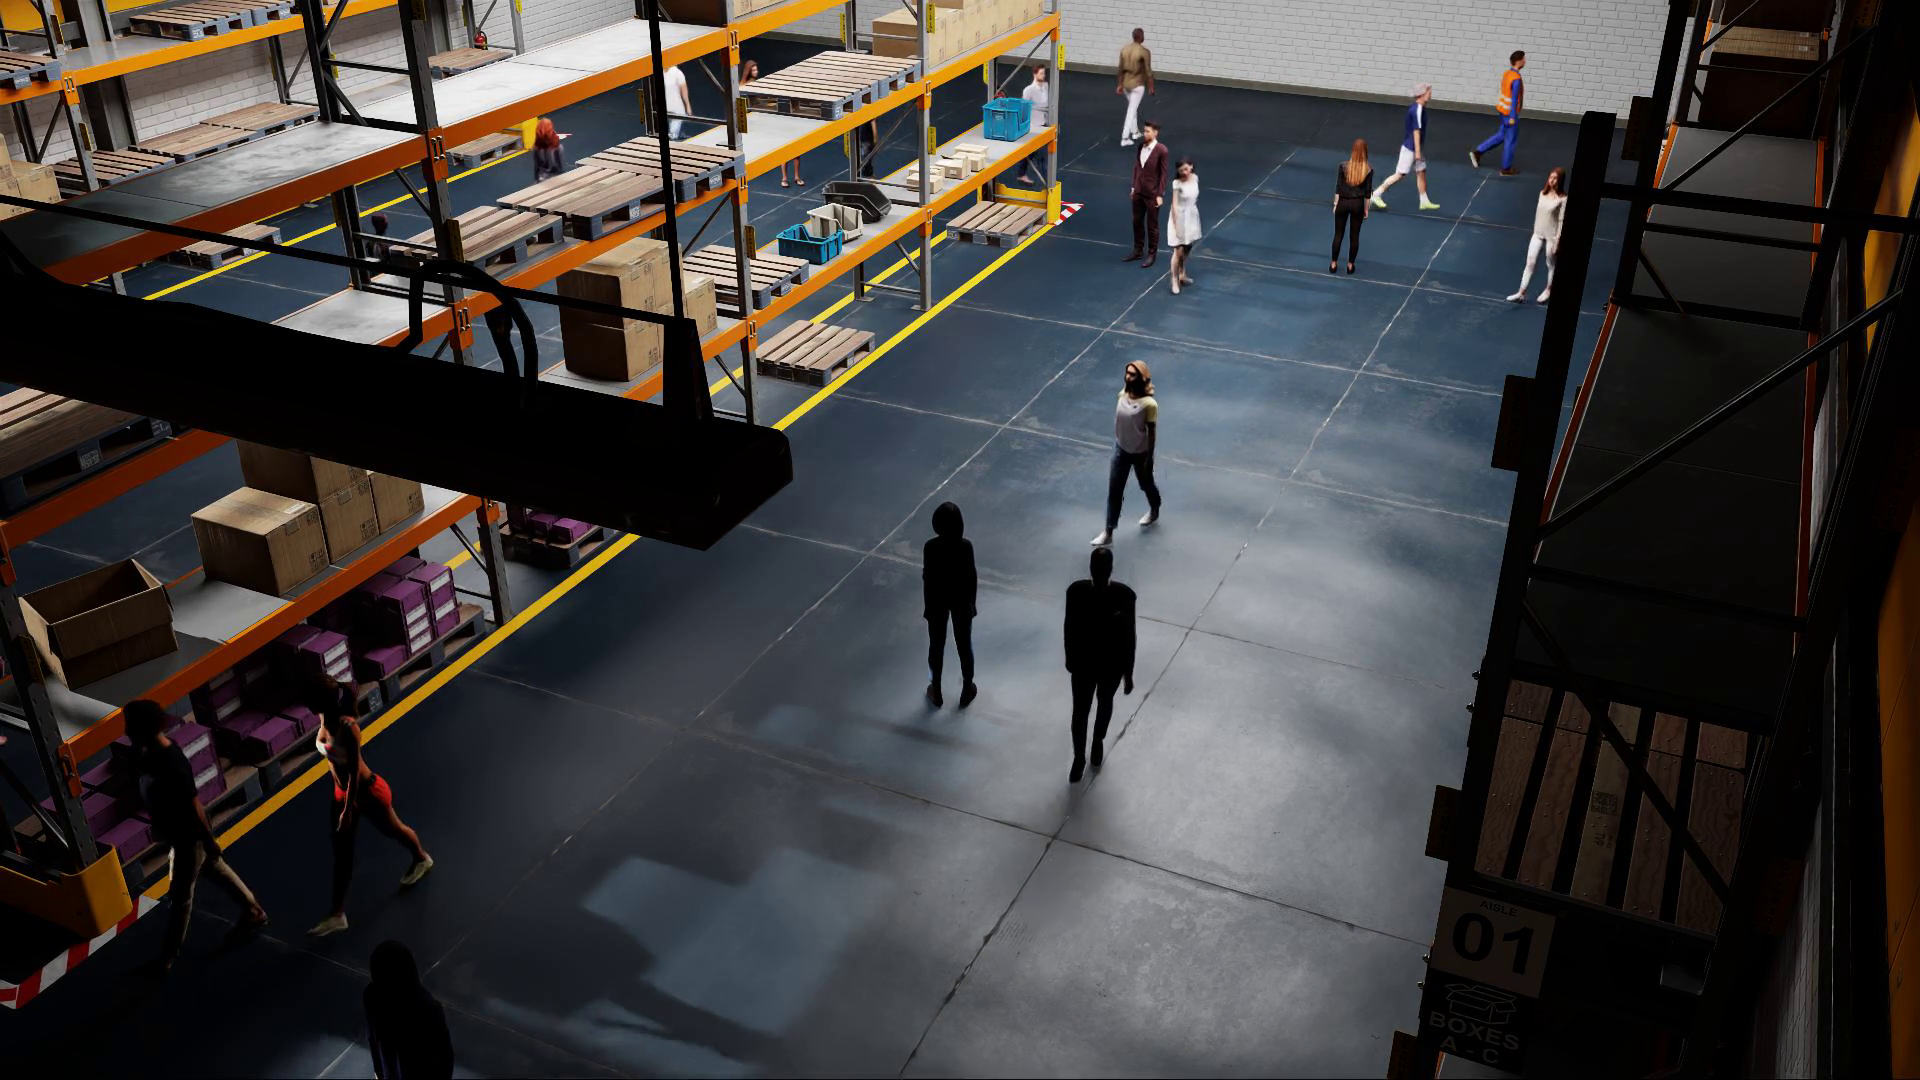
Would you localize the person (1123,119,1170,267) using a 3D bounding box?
[{"bbox_3d":[2.412,-4.474,21.326,0.735,1.866,0.770,-24,37,-37],"label":"person"}]

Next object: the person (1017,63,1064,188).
[{"bbox_3d":[1.061,-6.020,24.229,0.970,1.801,1.193,23,36,35],"label":"person"}]

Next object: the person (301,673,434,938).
[{"bbox_3d":[-3.661,1.569,10.386,0.721,1.733,1.220,19,34,30],"label":"person"}]

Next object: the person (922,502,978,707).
[{"bbox_3d":[-0.077,0.480,12.416,0.655,1.701,0.672,-1,29,-2],"label":"person"}]

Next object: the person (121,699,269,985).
[{"bbox_3d":[-4.569,1.728,10.016,0.937,1.808,1.218,25,37,38],"label":"person"}]

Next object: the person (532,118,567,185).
[{"bbox_3d":[-5.318,-4.561,21.603,0.848,1.752,1.136,2,29,3],"label":"person"}]

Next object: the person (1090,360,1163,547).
[{"bbox_3d":[1.616,-0.786,14.766,1.218,1.673,0.915,-24,37,-37],"label":"person"}]

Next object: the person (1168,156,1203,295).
[{"bbox_3d":[2.739,-3.865,20.334,0.908,1.746,0.764,20,35,33],"label":"person"}]

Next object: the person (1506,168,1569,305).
[{"bbox_3d":[7.128,-3.665,20.031,1.080,1.685,0.893,-20,35,-33],"label":"person"}]

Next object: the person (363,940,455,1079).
[{"bbox_3d":[-2.724,2.682,8.346,0.628,1.734,0.542,10,30,17],"label":"person"}]

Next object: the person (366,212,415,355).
[{"bbox_3d":[-6.223,-2.680,18.134,0.669,1.774,0.771,7,29,12],"label":"person"}]

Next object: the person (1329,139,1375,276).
[{"bbox_3d":[4.932,-4.205,20.992,0.634,1.714,0.580,7,29,12],"label":"person"}]

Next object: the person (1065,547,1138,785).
[{"bbox_3d":[0.983,0.809,11.728,0.796,1.783,0.886,2,29,5],"label":"person"}]

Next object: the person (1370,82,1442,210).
[{"bbox_3d":[6.213,-5.455,23.206,0.854,1.788,1.218,8,30,14],"label":"person"}]

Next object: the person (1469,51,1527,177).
[{"bbox_3d":[8.084,-6.335,24.755,1.014,1.849,1.075,0,29,0],"label":"person"}]

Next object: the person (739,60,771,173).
[{"bbox_3d":[-3.116,-6.303,24.844,0.725,1.708,0.613,25,37,38],"label":"person"}]

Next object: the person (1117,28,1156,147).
[{"bbox_3d":[2.689,-7.123,26.252,1.057,1.800,0.923,-23,36,-36],"label":"person"}]
